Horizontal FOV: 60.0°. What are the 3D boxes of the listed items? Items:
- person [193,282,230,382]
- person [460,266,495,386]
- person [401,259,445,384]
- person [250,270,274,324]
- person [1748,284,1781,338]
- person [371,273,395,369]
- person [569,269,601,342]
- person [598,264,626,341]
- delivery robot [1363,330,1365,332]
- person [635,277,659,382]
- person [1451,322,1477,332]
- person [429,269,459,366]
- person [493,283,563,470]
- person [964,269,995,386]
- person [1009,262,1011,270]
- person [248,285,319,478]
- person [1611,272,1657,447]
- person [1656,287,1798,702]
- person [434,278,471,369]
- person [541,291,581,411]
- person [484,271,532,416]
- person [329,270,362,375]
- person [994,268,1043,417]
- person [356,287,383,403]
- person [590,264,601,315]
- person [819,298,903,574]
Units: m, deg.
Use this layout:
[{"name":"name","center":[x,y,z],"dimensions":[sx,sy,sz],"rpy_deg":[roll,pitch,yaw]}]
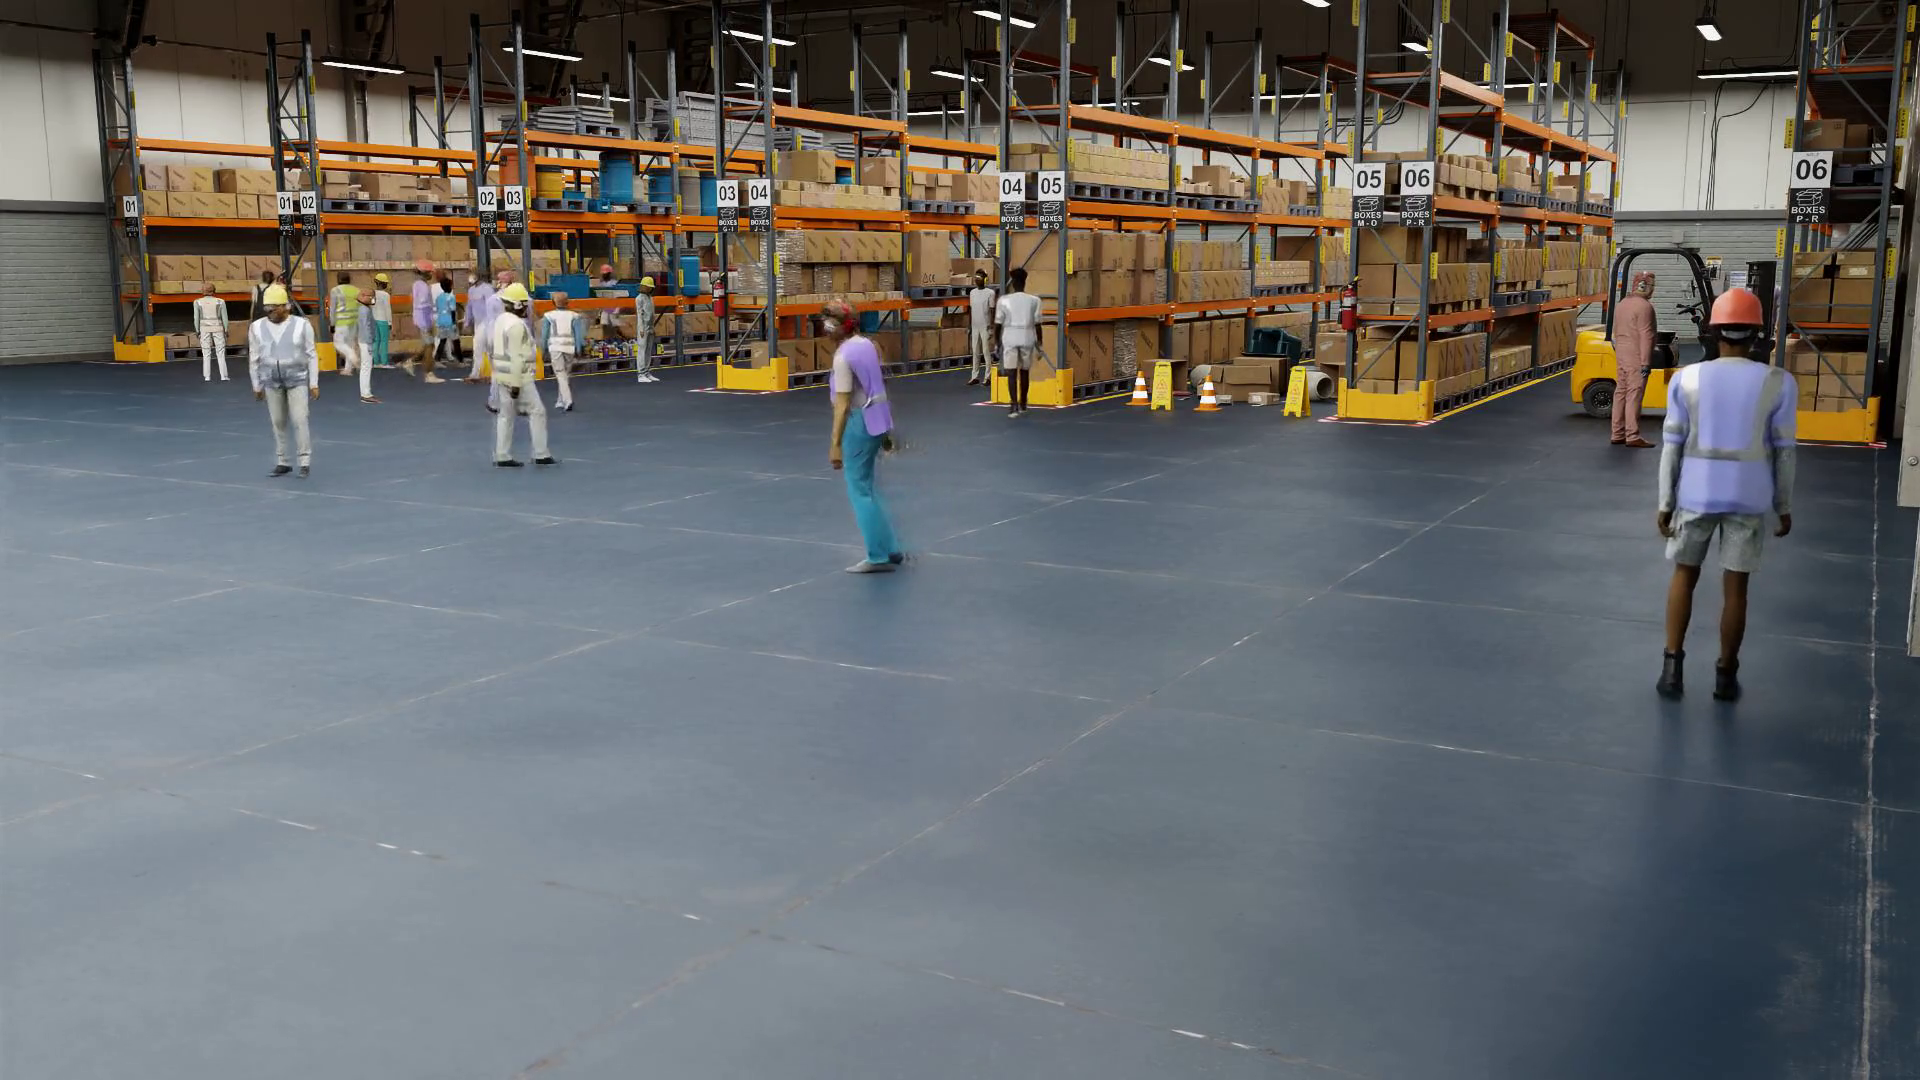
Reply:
[{"name":"person","center":[-12.398,-3.440,27.562],"dimensions":[0.522,1.636,0.310],"rpy_deg":[-3,10,-16]},{"name":"person","center":[-7.756,-3.420,26.664],"dimensions":[0.927,1.897,0.637],"rpy_deg":[-9,13,-42]},{"name":"person","center":[-8.710,-3.531,26.945],"dimensions":[0.537,2.024,0.617],"rpy_deg":[-4,11,-25]},{"name":"person","center":[-12.858,-4.109,30.978],"dimensions":[0.545,1.806,0.849],"rpy_deg":[1,10,6]},{"name":"person","center":[13.902,-3.789,28.796],"dimensions":[0.582,1.919,0.391],"rpy_deg":[4,11,24]},{"name":"person","center":[-10.644,-4.026,30.645],"dimensions":[0.518,1.757,0.338],"rpy_deg":[6,11,32]},{"name":"person","center":[-7.168,-4.246,31.743],"dimensions":[0.641,1.817,0.723],"rpy_deg":[4,11,24]},{"name":"person","center":[-7.349,-4.856,35.062],"dimensions":[0.551,1.921,0.797],"rpy_deg":[4,10,22]},{"name":"delivery robot","center":[8.993,-4.665,37.619],"dimensions":[0.707,0.478,0.477],"rpy_deg":[-2,10,-10]},{"name":"person","center":[-5.167,-3.478,27.498],"dimensions":[0.308,1.736,0.484],"rpy_deg":[3,10,15]},{"name":"person","center":[11.667,-5.378,38.224],"dimensions":[0.592,1.878,0.983],"rpy_deg":[-8,12,-37]},{"name":"person","center":[-9.894,-4.232,31.610],"dimensions":[0.586,1.849,0.939],"rpy_deg":[4,11,25]},{"name":"person","center":[-4.223,-1.587,16.202],"dimensions":[0.750,1.803,0.609],"rpy_deg":[-7,12,-37]},{"name":"person","center":[0.320,-3.396,26.606],"dimensions":[0.510,1.877,0.328],"rpy_deg":[7,12,35]},{"name":"person","center":[0.943,-3.550,27.048],"dimensions":[0.604,2.038,0.403],"rpy_deg":[2,10,11]},{"name":"person","center":[-6.334,-1.466,15.546],"dimensions":[0.613,1.807,0.574],"rpy_deg":[-1,10,-6]},{"name":"person","center":[7.384,-1.964,18.153],"dimensions":[0.399,1.902,0.643],"rpy_deg":[-1,10,-5]},{"name":"person","center":[3.547,-0.198,7.708],"dimensions":[0.560,1.934,0.397],"rpy_deg":[6,11,30]},{"name":"person","center":[-9.369,-3.953,30.474],"dimensions":[0.545,1.669,0.716],"rpy_deg":[6,12,33]},{"name":"person","center":[-5.362,-2.548,22.421],"dimensions":[0.522,1.604,0.816],"rpy_deg":[-7,12,-34]},{"name":"person","center":[-5.941,-2.569,21.772],"dimensions":[0.673,1.863,0.951],"rpy_deg":[-7,12,-37]},{"name":"person","center":[-10.598,-3.750,28.807],"dimensions":[0.589,1.831,0.630],"rpy_deg":[5,11,28]},{"name":"person","center":[0.758,-2.570,21.656],"dimensions":[0.627,1.923,0.912],"rpy_deg":[-1,10,-6]},{"name":"person","center":[-8.414,-2.769,23.643],"dimensions":[0.287,1.632,0.501],"rpy_deg":[-4,11,-24]},{"name":"person","center":[-9.365,-6.187,42.920],"dimensions":[0.337,1.882,0.583],"rpy_deg":[-5,11,-27]},{"name":"person","center":[-0.661,-0.666,10.825],"dimensions":[0.458,1.804,0.598],"rpy_deg":[2,10,12]}]
